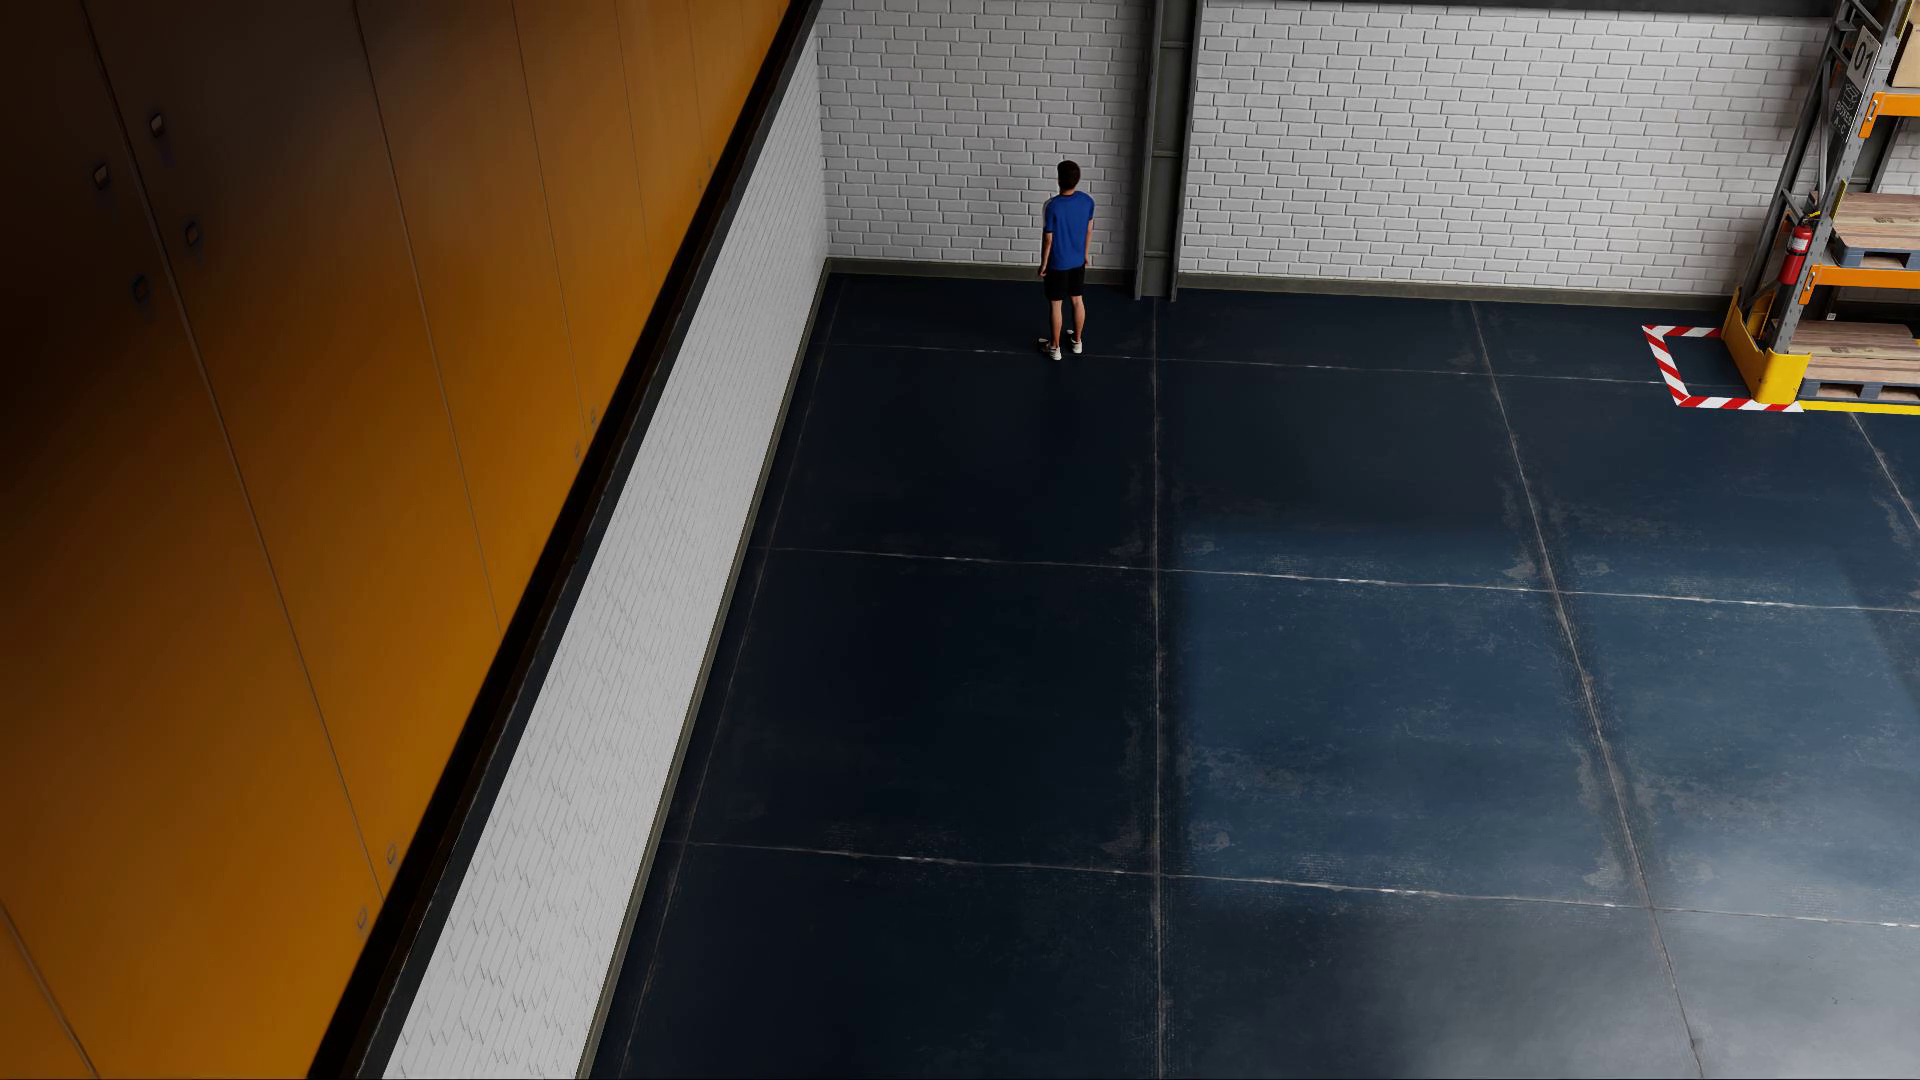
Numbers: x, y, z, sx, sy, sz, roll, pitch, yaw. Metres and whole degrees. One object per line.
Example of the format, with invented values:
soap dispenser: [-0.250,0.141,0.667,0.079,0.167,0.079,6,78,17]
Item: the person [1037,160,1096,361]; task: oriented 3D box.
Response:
person: [0.925,-2.463,14.581,0.694,1.866,0.801,-17,42,-20]
